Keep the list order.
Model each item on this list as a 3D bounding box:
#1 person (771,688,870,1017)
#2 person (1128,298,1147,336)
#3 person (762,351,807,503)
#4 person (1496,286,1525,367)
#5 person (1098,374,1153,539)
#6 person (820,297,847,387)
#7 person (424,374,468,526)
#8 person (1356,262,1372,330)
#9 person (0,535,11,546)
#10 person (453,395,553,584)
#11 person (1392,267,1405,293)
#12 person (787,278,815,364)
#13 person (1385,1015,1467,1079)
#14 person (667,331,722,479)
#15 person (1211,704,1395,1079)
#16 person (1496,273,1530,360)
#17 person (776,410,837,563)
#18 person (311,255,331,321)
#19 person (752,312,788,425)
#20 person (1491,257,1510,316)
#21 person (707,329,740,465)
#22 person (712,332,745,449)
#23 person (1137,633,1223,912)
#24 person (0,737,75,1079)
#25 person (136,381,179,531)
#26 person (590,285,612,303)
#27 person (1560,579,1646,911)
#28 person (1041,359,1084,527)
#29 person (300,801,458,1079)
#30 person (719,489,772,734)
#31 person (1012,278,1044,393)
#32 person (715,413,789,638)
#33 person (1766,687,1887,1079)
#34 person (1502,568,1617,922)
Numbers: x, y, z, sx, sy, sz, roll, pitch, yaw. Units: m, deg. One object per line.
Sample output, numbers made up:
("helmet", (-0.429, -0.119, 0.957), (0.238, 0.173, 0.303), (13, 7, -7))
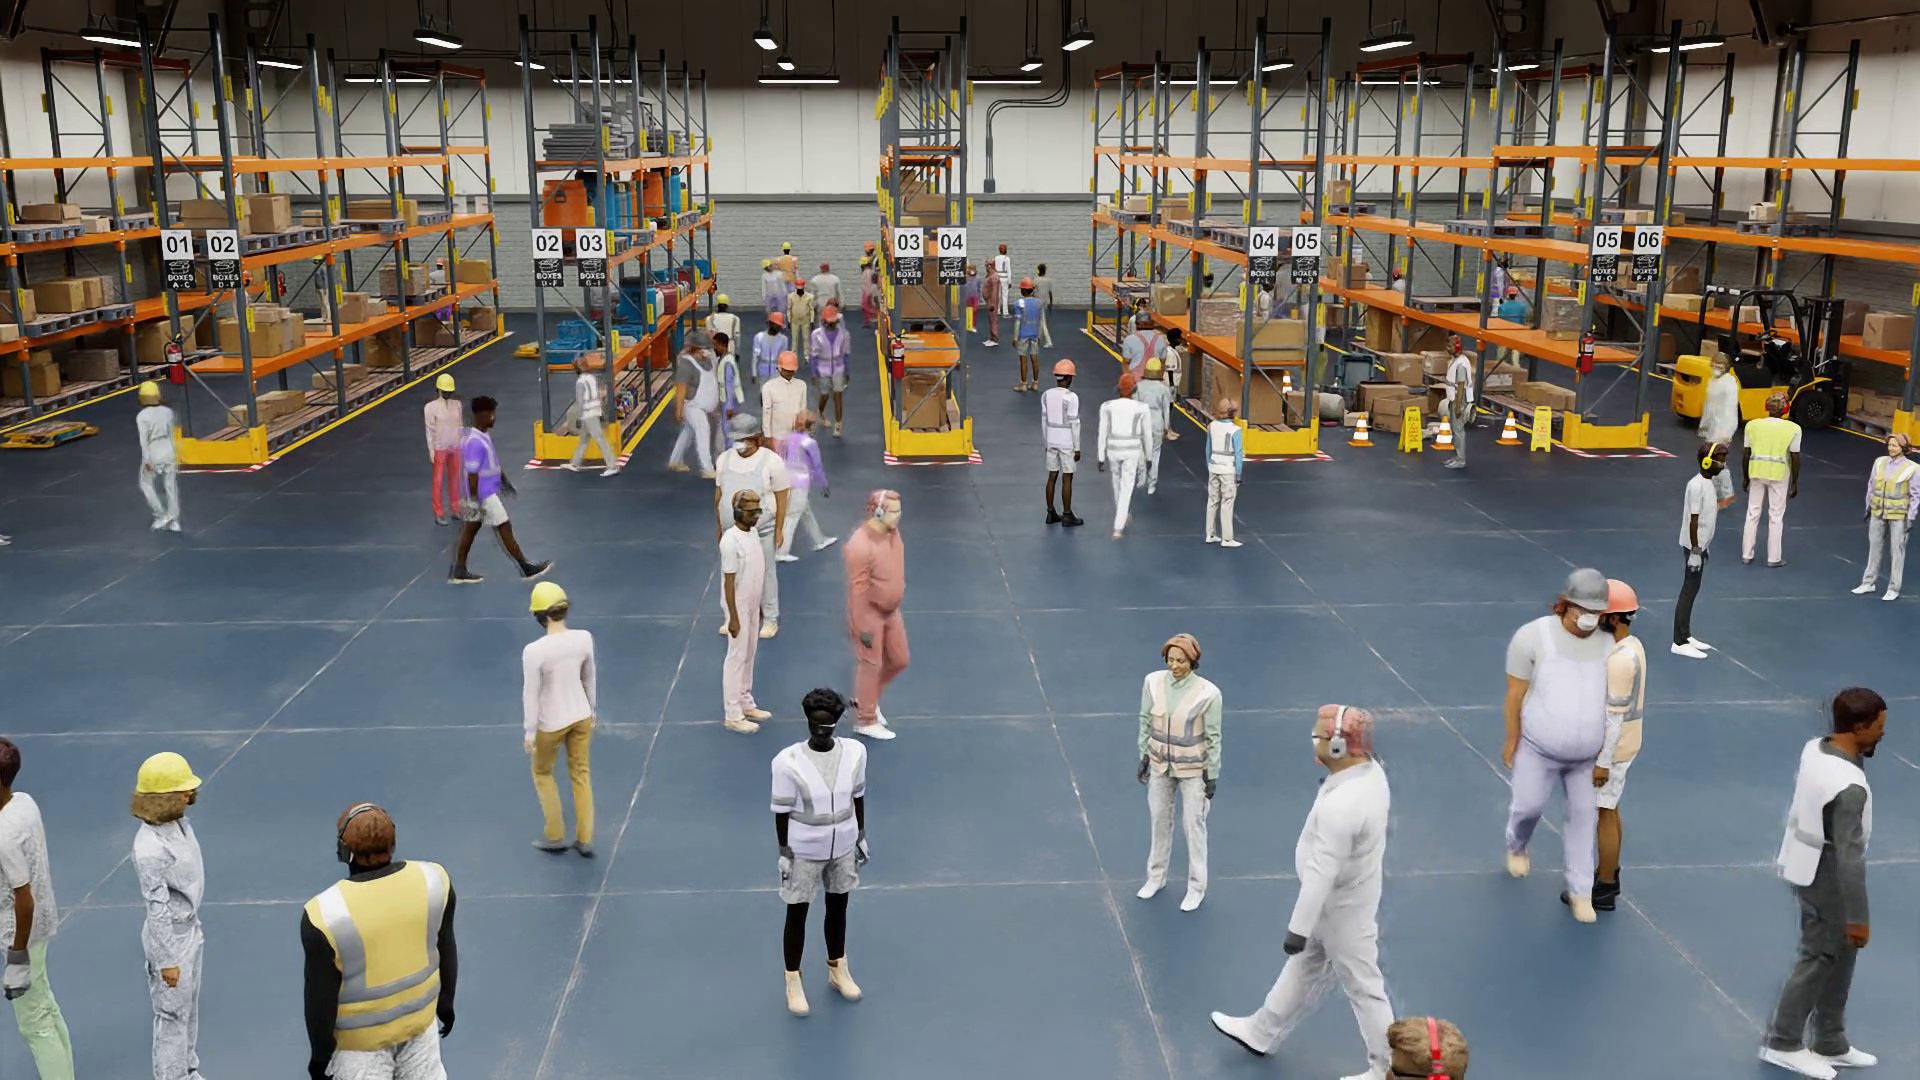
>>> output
("person", (-0.701, 1.552, 8.423), (0.535, 1.699, 0.322), (-7, 15, -29))
("person", (2.958, -3.111, 27.829), (0.333, 1.864, 0.520), (3, 14, 13))
("person", (-2.045, -1.248, 19.675), (0.611, 1.985, 0.393), (-10, 16, -35))
("person", (10.593, -4.023, 32.038), (0.584, 1.706, 0.912), (-2, 13, -6))
("person", (1.864, -0.956, 18.770), (0.592, 1.837, 1.002), (4, 14, 17))
("person", (-2.324, -3.602, 30.385), (0.515, 1.641, 0.315), (7, 15, 28))
("person", (-5.960, -1.058, 19.356), (0.327, 1.760, 0.523), (10, 16, 35))
("person", (9.690, -5.865, 39.986), (0.507, 1.632, 0.276), (-10, 16, -36))
("person", (-10.753, -0.842, 18.272), (0.389, 1.837, 0.563), (-7, 15, -26))
("person", (-4.656, -0.501, 16.673), (1.037, 1.900, 0.609), (-4, 14, -18))
("person", (9.648, -5.171, 36.835), (0.504, 1.721, 0.575), (10, 17, 37))
("person", (-3.231, -4.441, 33.716), (0.563, 1.742, 0.338), (-1, 13, -3))
("person", (1.428, 2.296, 5.010), (0.446, 1.833, 0.583), (2, 13, 7))
("person", (-3.590, -1.856, 22.128), (0.948, 2.000, 0.707), (4, 14, 17))
("person", (1.652, 1.650, 7.660), (0.975, 1.853, 0.676), (5, 14, 21))
("person", (11.508, -4.619, 34.408), (0.634, 1.785, 0.908), (-4, 14, -18))
("person", (-1.646, -0.581, 17.689), (0.863, 1.585, 0.551), (-9, 16, -34))
("person", (-15.875, -6.238, 41.281), (0.535, 1.767, 0.316), (12, 18, 42))
("person", (-2.912, -2.571, 25.508), (0.578, 1.881, 0.879), (-2, 13, -8))
("person", (12.537, -5.643, 38.601), (0.429, 1.845, 0.621), (2, 13, 9))
("person", (-3.375, -1.951, 22.874), (0.660, 1.888, 0.436), (1, 13, 4))
("person", (-3.095, -1.831, 22.335), (0.410, 1.903, 0.640), (-3, 14, -11))
("person", (1.263, 1.320, 9.561), (0.518, 1.633, 0.313), (10, 16, 36))
("person", (-4.107, 1.743, 7.249), (0.312, 1.869, 0.535), (-6, 15, -24))
("person", (-9.138, -0.946, 18.942), (0.408, 1.731, 0.482), (7, 15, 28))
("person", (-7.835, -5.042, 36.335), (0.544, 1.703, 0.593), (2, 13, 7))
("person", (3.709, 1.170, 9.568), (0.386, 1.924, 0.548), (6, 14, 23))
("person", (1.193, -1.122, 19.243), (0.542, 1.937, 0.360), (13, 18, 43))
("person", (-2.292, 1.912, 6.593), (0.429, 1.841, 0.637), (12, 18, 42))
("person", (-1.618, 0.520, 12.488), (0.332, 1.842, 0.508), (4, 14, 15))
("person", (1.201, -3.665, 29.781), (0.607, 2.048, 0.365), (-8, 16, -32))
("person", (-1.892, -0.129, 14.812), (0.687, 2.000, 0.535), (4, 14, 18))
("person", (4.115, 1.607, 7.762), (0.526, 1.902, 0.643), (4, 14, 15))
("person", (3.473, 1.114, 9.547), (0.708, 2.000, 0.690), (2, 13, 6))
